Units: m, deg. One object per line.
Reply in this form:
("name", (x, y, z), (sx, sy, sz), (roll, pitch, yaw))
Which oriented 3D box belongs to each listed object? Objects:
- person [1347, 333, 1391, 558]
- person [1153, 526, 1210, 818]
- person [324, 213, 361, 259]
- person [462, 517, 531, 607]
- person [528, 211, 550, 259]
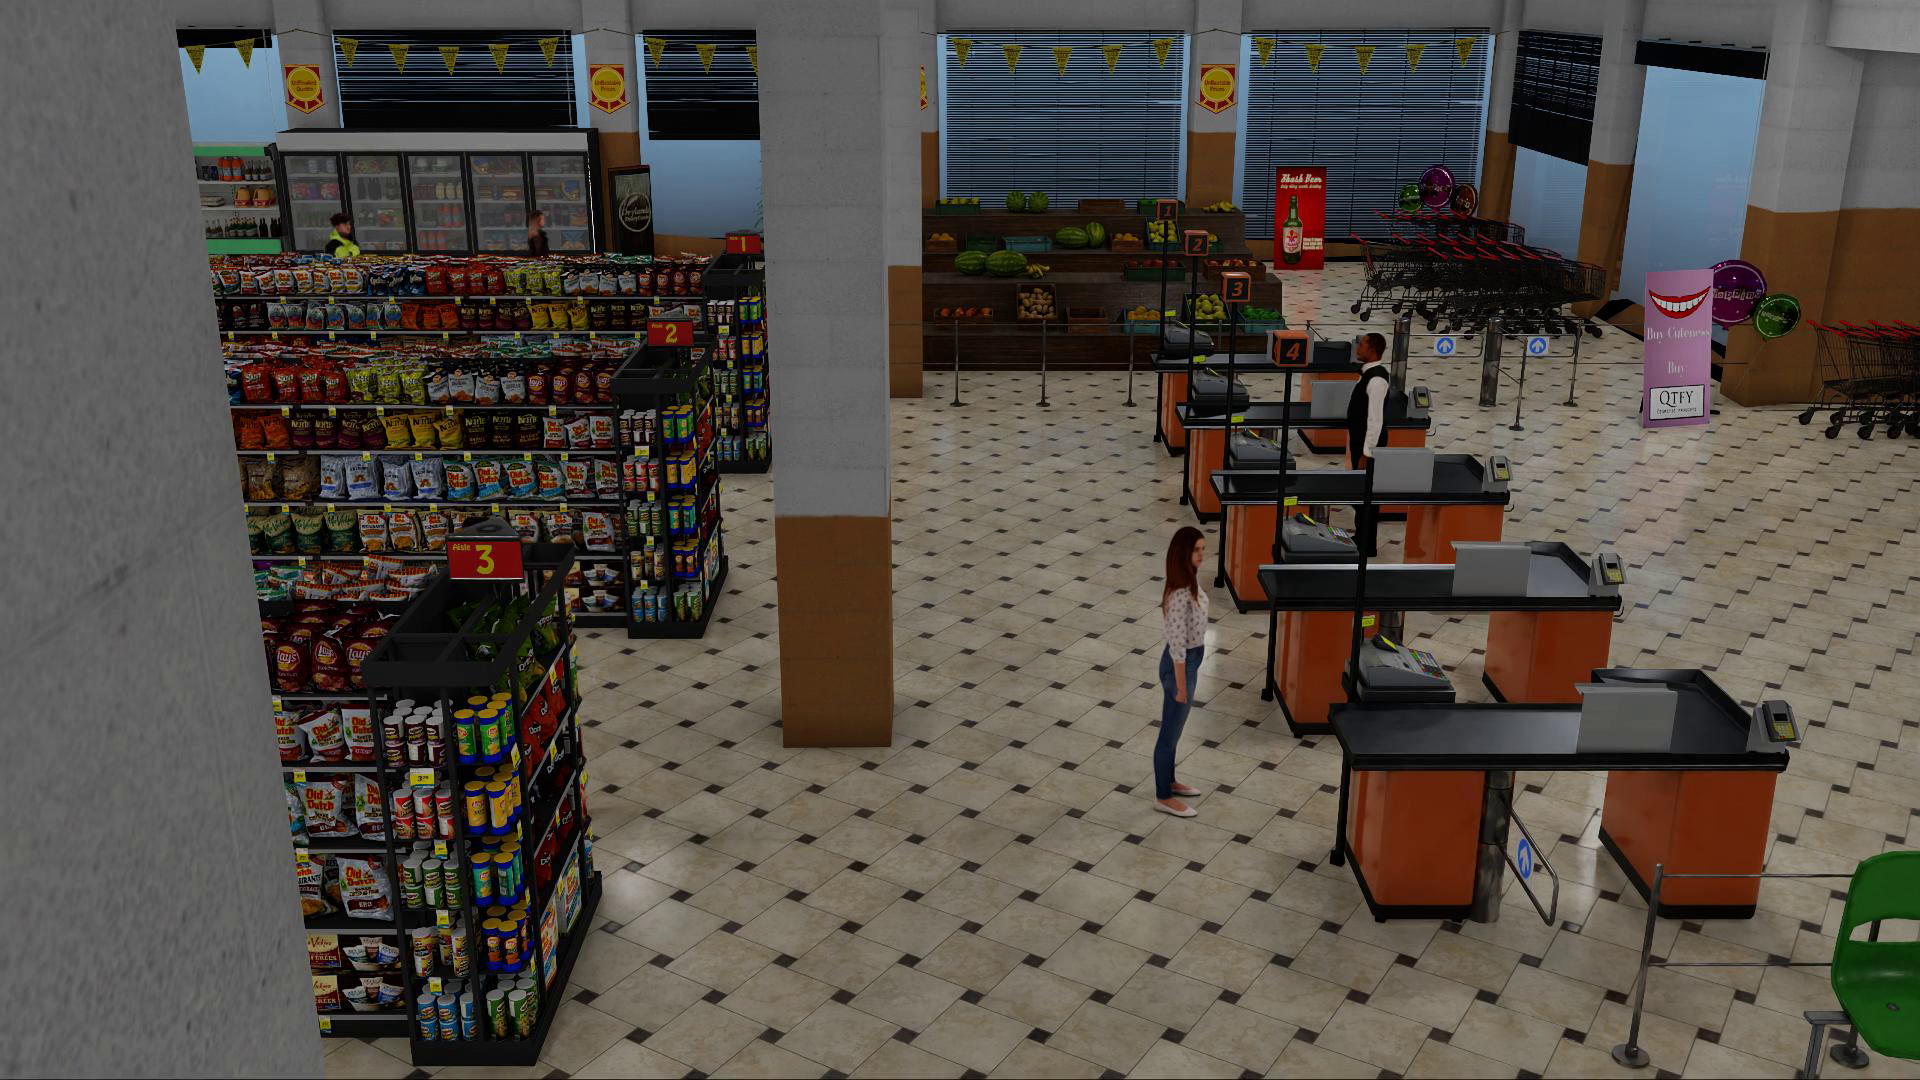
("person", (3.453, -0.805, 14.031), (0.659, 1.918, 0.737), (4, 19, 11))
("person", (1.277, 0.748, 9.722), (0.589, 1.728, 0.624), (5, 19, 14))
("person", (-7.720, -3.073, 20.697), (1.096, 1.955, 0.979), (8, 20, 21))
("person", (-2.566, 0.725, 9.685), (0.980, 1.795, 0.875), (8, 20, 23))
("person", (-5.833, -3.630, 22.780), (1.117, 1.680, 0.785), (-5, 19, -13))
